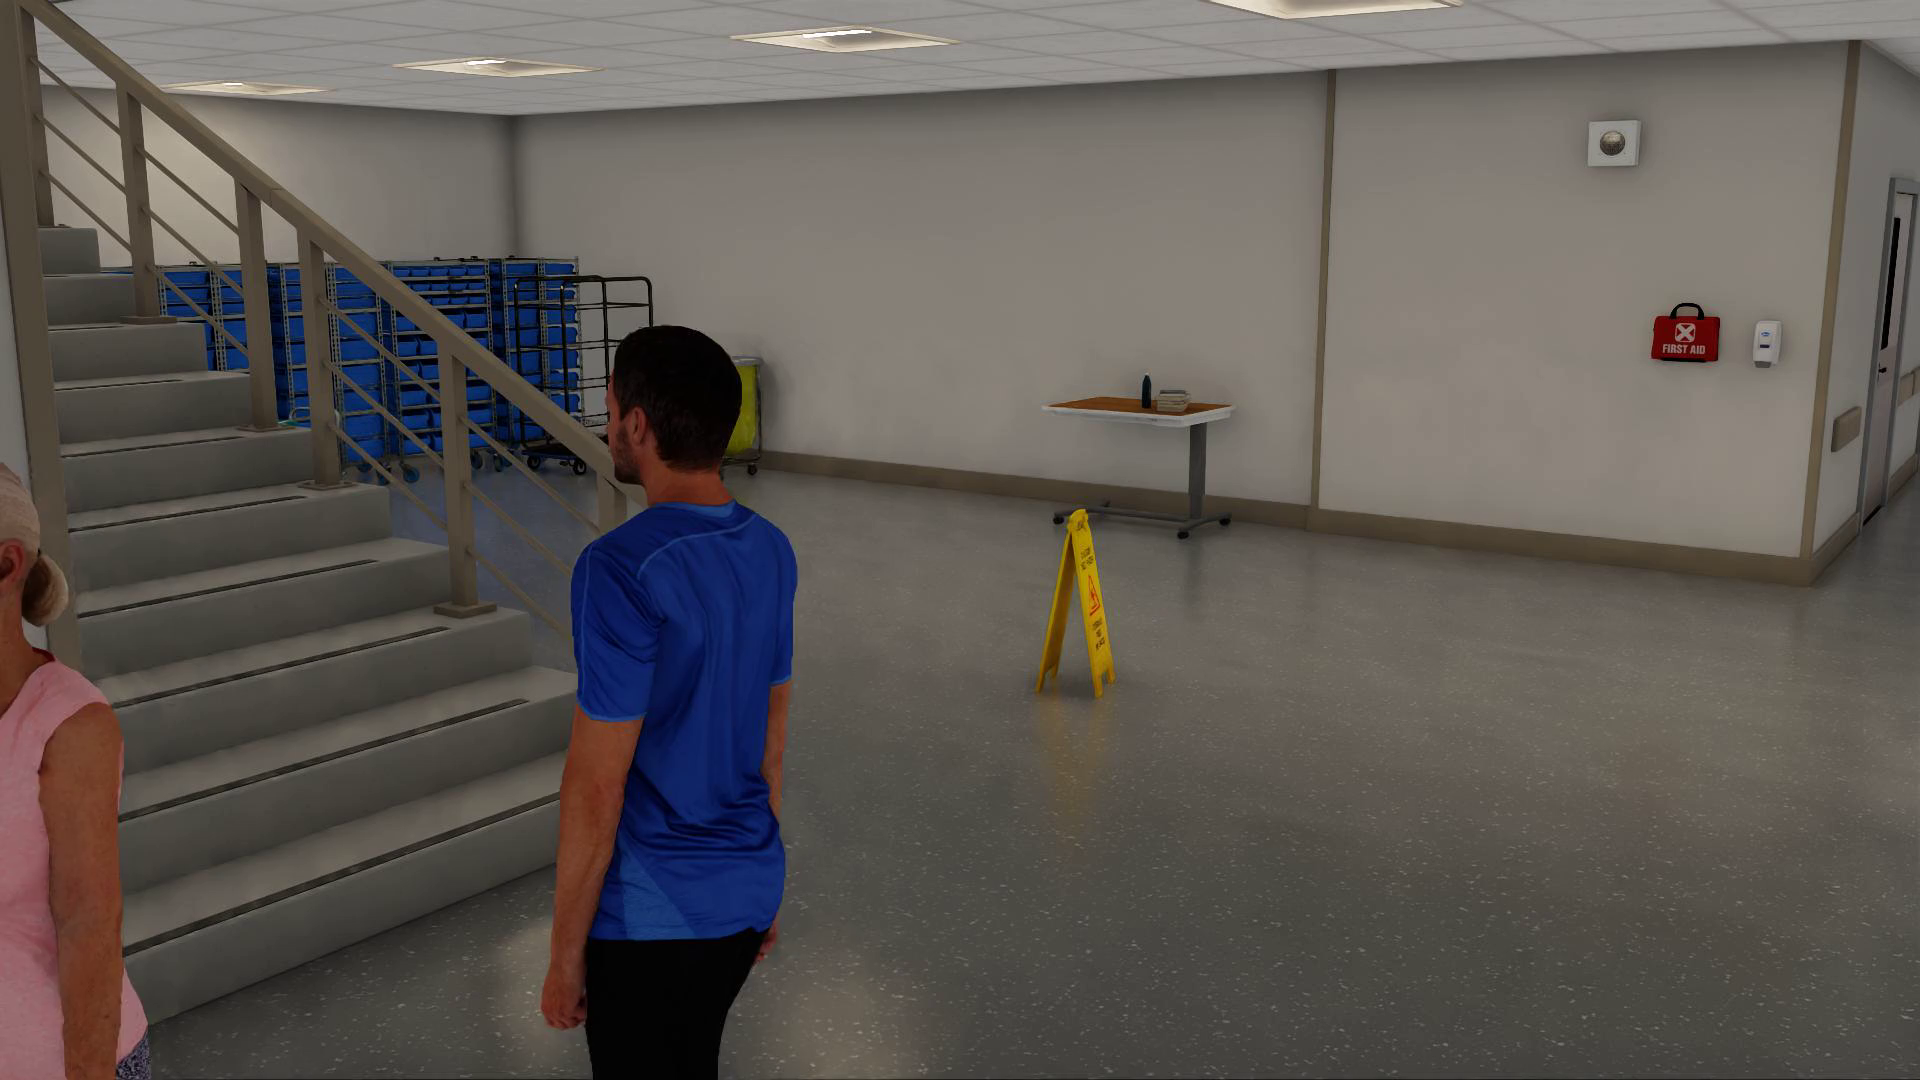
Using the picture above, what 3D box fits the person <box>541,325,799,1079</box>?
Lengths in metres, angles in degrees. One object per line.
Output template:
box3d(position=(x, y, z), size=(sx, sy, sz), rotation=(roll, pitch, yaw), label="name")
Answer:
box3d(position=(-0.387, 0.614, 2.619), size=(1.175, 1.845, 0.754), rotation=(5, 12, 26), label="person")
